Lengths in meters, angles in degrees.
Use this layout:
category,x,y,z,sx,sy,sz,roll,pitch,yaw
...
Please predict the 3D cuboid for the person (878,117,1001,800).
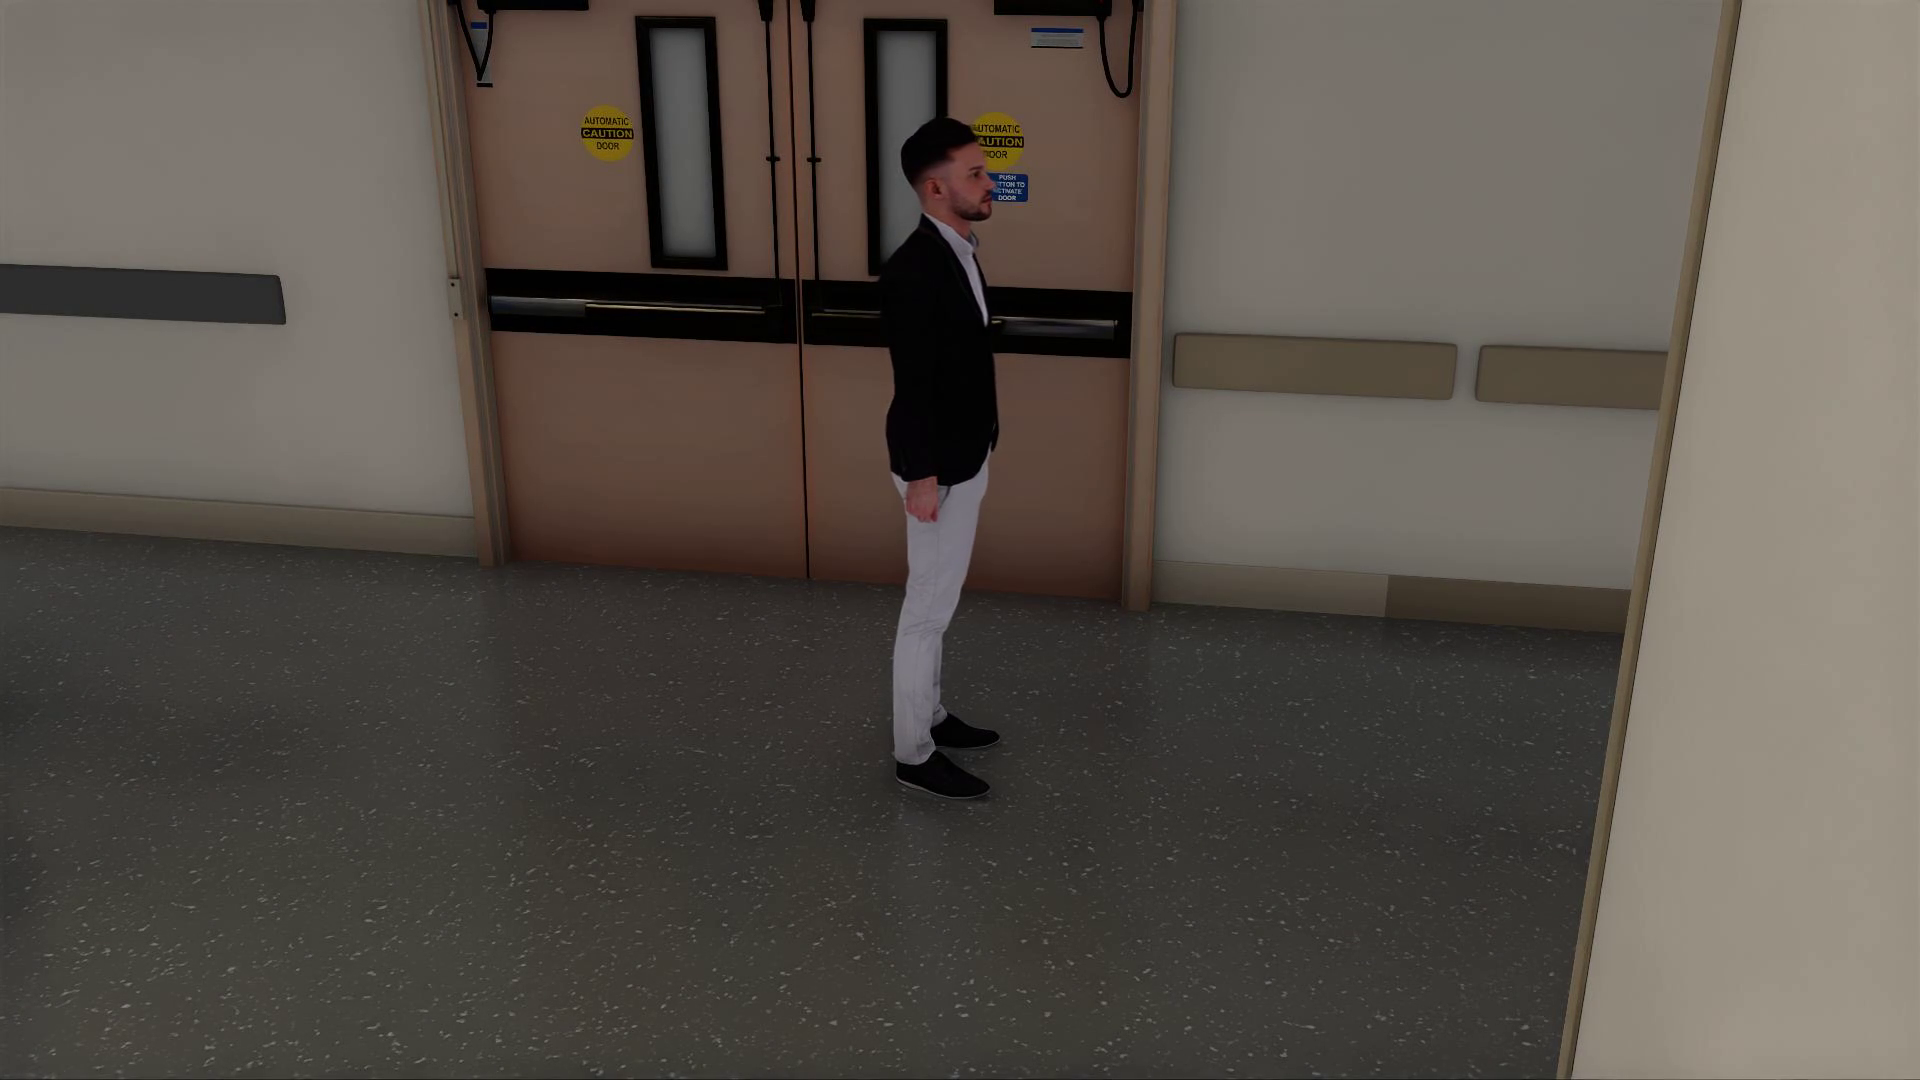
category,x,y,z,sx,sy,sz,roll,pitch,yaw
person,-0.066,-0.216,4.550,0.535,1.843,0.648,4,21,11
